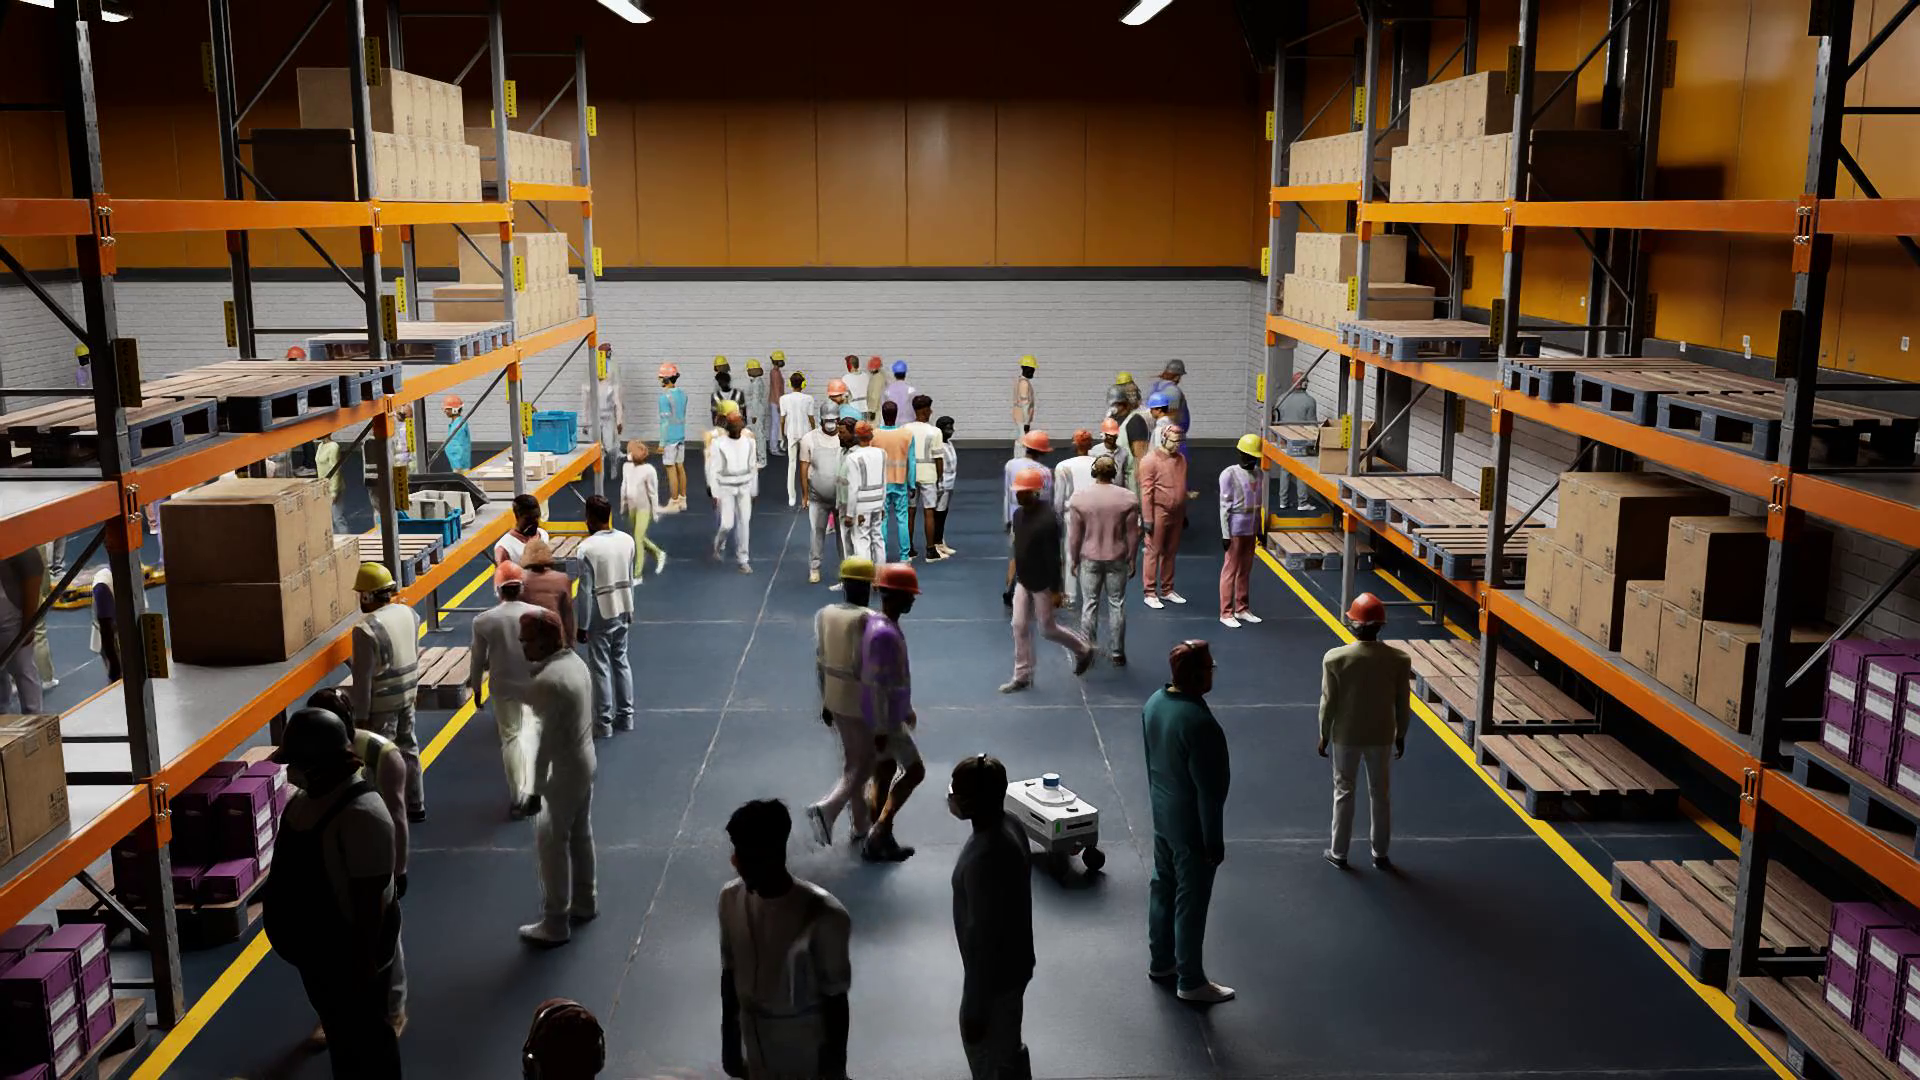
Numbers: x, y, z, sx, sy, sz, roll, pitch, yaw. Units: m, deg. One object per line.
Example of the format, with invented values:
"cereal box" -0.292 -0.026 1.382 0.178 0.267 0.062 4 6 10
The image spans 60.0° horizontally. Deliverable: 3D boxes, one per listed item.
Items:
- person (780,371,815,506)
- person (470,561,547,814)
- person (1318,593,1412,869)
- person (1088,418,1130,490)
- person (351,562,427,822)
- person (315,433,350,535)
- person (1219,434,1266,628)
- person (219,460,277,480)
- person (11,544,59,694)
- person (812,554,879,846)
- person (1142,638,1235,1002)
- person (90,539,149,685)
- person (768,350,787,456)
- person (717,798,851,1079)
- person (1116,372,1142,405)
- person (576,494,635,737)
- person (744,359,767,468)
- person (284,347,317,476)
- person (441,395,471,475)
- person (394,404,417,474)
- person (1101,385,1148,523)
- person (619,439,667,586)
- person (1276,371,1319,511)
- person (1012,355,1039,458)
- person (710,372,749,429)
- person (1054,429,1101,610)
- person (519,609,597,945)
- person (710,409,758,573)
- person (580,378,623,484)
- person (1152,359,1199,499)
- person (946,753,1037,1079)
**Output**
"person" -2.244 -1.406 23.111 0.520 1.873 0.328 1 11 6
"person" -3.090 0.994 11.531 0.565 1.700 0.941 -5 12 -23
"person" 2.512 1.190 10.376 0.572 1.754 0.324 0 11 -1
"person" 1.698 -0.519 18.955 0.563 1.753 0.327 -5 12 -24
"person" -3.786 1.043 10.958 0.403 1.824 0.596 4 12 17
"person" -7.282 -0.569 19.201 0.338 1.762 0.523 -9 15 -39
"person" 2.805 -0.100 16.439 0.585 1.919 0.380 -9 15 -39
"person" -7.256 -0.180 17.059 0.560 1.836 0.394 -9 14 -37
"person" -8.004 0.499 14.164 0.508 1.633 0.280 -5 12 -23
"person" -0.741 1.056 10.709 0.640 1.883 0.698 9 15 39
"person" 1.205 1.450 8.689 0.409 1.913 0.642 -5 12 -22
"person" -6.087 0.811 12.090 0.387 1.836 0.564 -1 11 -4
"person" -3.039 -2.285 27.781 0.331 1.767 0.527 -2 11 -9
"person" -0.681 1.912 6.289 0.639 1.955 0.434 8 14 34
"person" 2.442 -1.618 24.530 0.489 1.728 0.323 10 15 40
"person" -2.758 0.591 13.010 0.402 1.909 0.599 6 13 29
"person" -3.261 -2.021 26.535 0.320 1.737 0.485 0 11 -1
"person" -10.216 -2.000 25.779 0.388 1.992 0.622 -6 13 -27
"person" -6.442 -0.992 21.331 0.339 1.749 0.573 -5 12 -22
"person" -7.056 -0.926 21.287 0.307 1.639 0.525 -1 11 -6
"person" 2.036 -0.923 20.260 0.853 2.000 0.722 -10 15 -42
"person" -3.507 -0.328 18.370 0.504 1.608 0.704 9 14 37
"person" 4.626 -1.347 22.724 0.650 1.907 0.409 11 16 44
"person" 0.986 -1.834 25.133 0.392 1.919 0.589 -1 11 -5
"person" -3.513 -1.746 25.336 0.564 1.653 0.464 0 11 -1
"person" 1.247 -0.203 17.078 0.578 1.878 0.356 -1 11 -5
"person" -2.278 1.323 9.395 0.431 1.899 0.708 0 11 -2
"person" -2.575 -0.560 18.866 0.582 1.870 0.508 -7 13 -30
"person" -5.337 -1.760 24.748 0.617 1.927 0.496 1 11 4
"person" 3.068 -1.579 23.550 0.778 2.000 0.696 -5 12 -22
"person" 0.127 1.809 6.858 0.367 1.932 0.626 2 11 9
